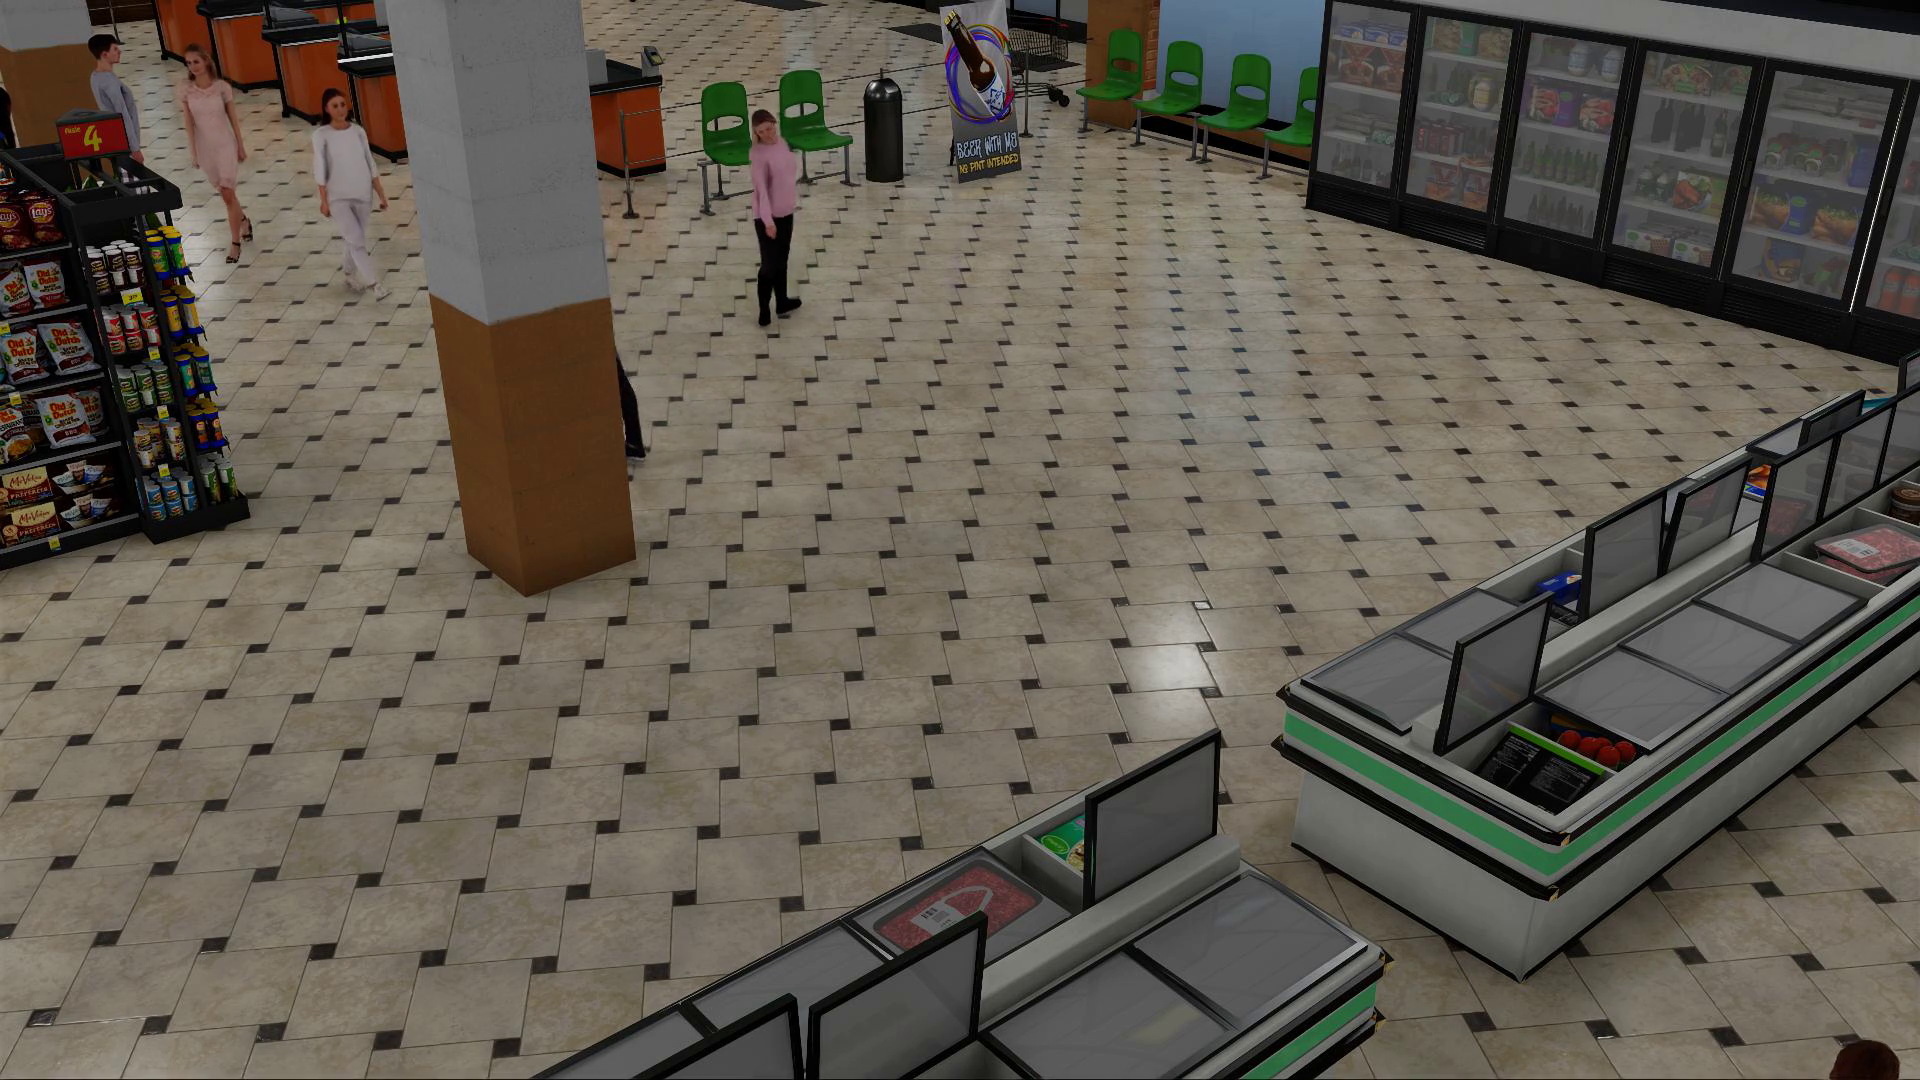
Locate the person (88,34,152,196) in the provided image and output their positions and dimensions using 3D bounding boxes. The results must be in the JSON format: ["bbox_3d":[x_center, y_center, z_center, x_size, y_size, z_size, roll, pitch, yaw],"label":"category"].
[{"bbox_3d":[-7.218,-3.415,14.344,0.513,1.848,0.614,-20,33,-35],"label":"person"}]

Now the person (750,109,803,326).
[{"bbox_3d":[-1.423,-2.512,12.769,0.895,1.661,0.691,5,27,11],"label":"person"}]

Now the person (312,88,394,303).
[{"bbox_3d":[-4.892,-2.733,13.222,0.776,1.647,1.014,23,35,37],"label":"person"}]

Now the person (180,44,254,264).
[{"bbox_3d":[-6.318,-3.298,14.192,1.130,1.777,1.055,-4,27,-7],"label":"person"}]
